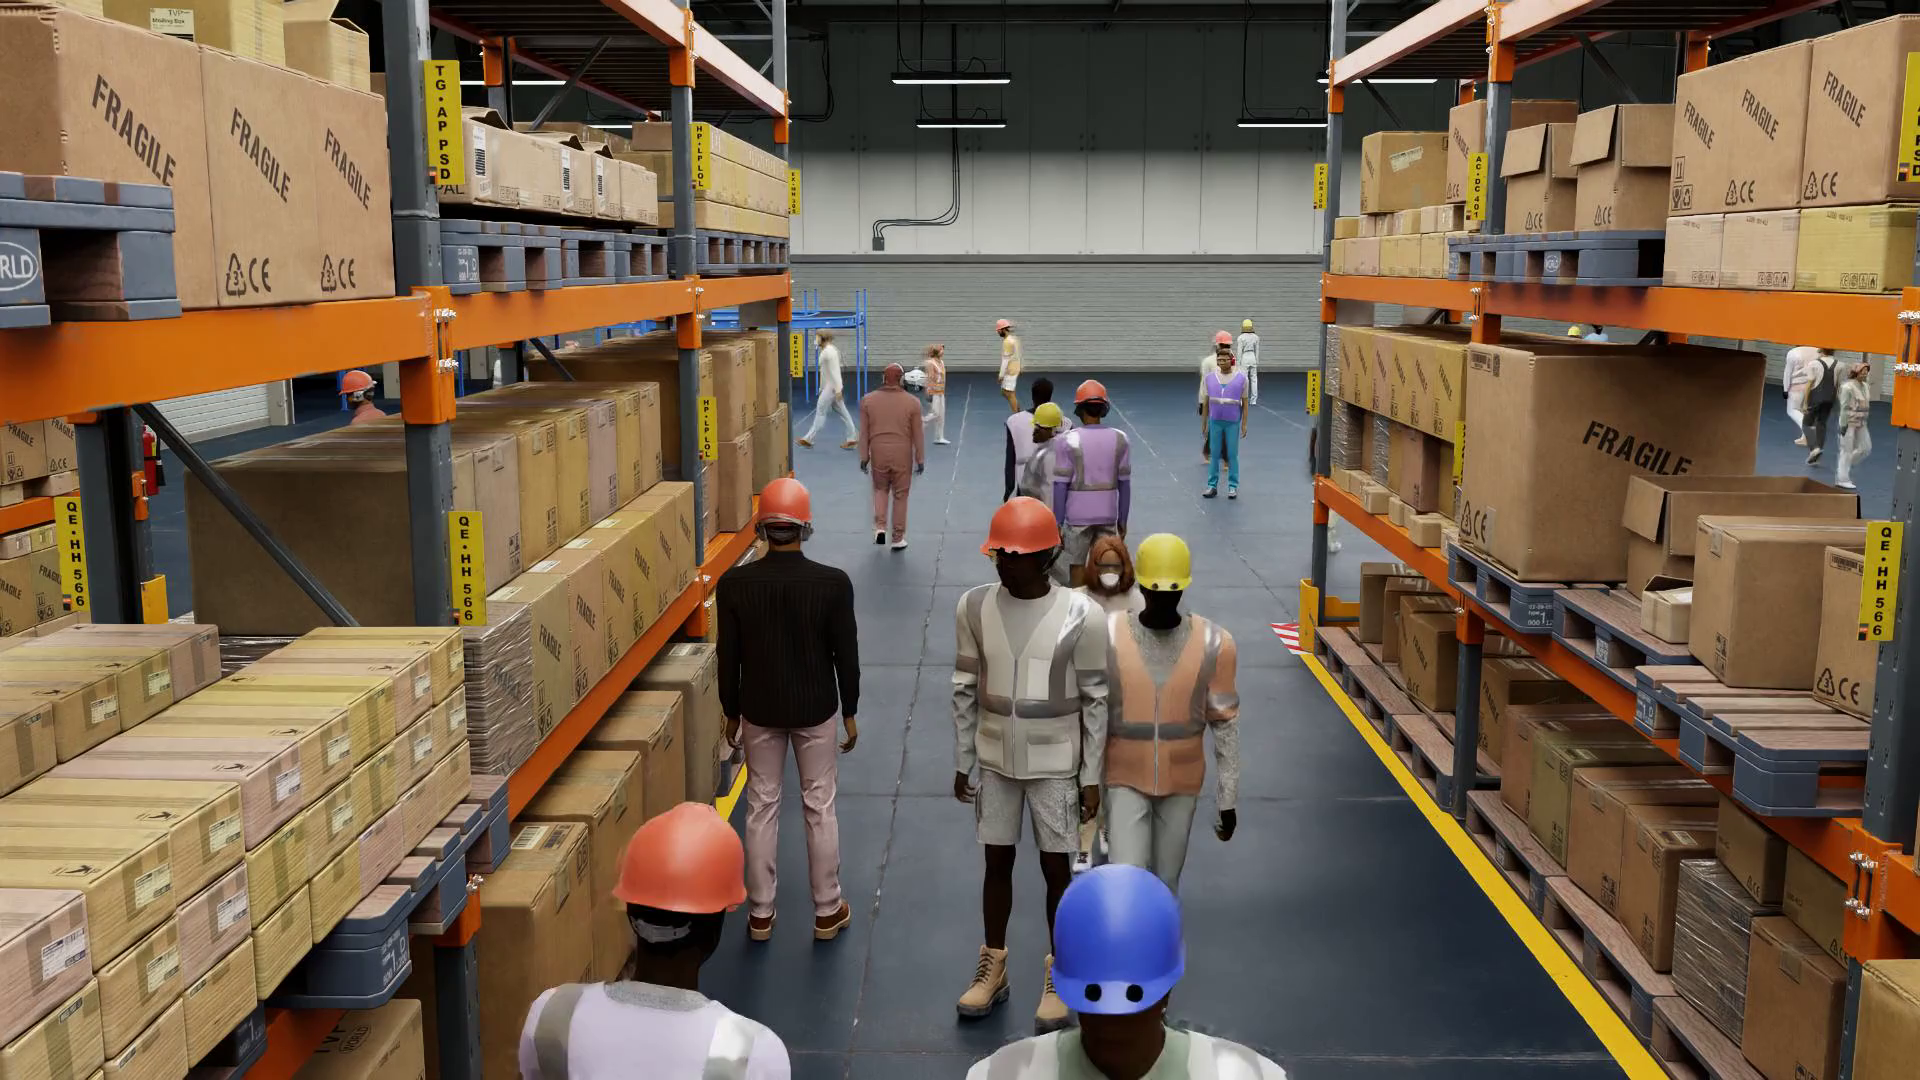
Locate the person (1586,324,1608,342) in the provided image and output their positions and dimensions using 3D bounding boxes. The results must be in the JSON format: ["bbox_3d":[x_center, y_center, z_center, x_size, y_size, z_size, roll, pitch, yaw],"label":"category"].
[{"bbox_3d":[13.947,-4.011,36.527,0.531,1.656,0.870,-3,10,-20],"label":"person"}]

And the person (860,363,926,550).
[{"bbox_3d":[-0.672,-0.848,16.872,0.668,1.887,0.441,2,10,11],"label":"person"}]

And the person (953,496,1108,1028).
[{"bbox_3d":[0.250,0.842,6.305,0.610,2.040,0.394,4,10,22],"label":"person"}]

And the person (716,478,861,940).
[{"bbox_3d":[-0.729,0.726,7.129,0.612,1.997,0.375,0,9,2],"label":"person"}]

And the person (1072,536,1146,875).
[{"bbox_3d":[0.704,0.788,7.913,0.532,1.594,0.790,1,9,4],"label":"person"}]

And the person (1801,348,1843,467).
[{"bbox_3d":[12.280,-1.951,23.703,0.517,1.819,0.451,0,9,2],"label":"person"}]

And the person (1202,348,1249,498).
[{"bbox_3d":[3.286,-1.451,20.618,0.574,1.843,0.375,4,10,22],"label":"person"}]

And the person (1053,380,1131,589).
[{"bbox_3d":[0.966,-0.176,12.438,0.622,2.033,0.415,-4,10,-21],"label":"person"}]

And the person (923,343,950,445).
[{"bbox_3d":[-0.434,-2.340,26.621,0.474,1.626,0.520,3,10,19],"label":"person"}]

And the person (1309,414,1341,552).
[{"bbox_3d":[3.704,-0.784,16.602,0.531,1.854,0.604,6,11,34],"label":"person"}]

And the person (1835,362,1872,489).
[{"bbox_3d":[11.500,-1.470,21.373,0.534,1.623,0.366,-5,11,-28],"label":"person"}]

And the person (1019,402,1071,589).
[{"bbox_3d":[0.673,-0.237,13.523,0.581,1.786,0.610,1,10,6],"label":"person"}]

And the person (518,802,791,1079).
[{"bbox_3d":[-0.591,1.455,3.074,0.559,1.899,0.898,1,10,8],"label":"person"}]

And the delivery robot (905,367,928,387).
[{"bbox_3d":[-0.985,-3.670,37.615,0.477,0.478,0.707,-5,11,-28],"label":"delivery robot"}]

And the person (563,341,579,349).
[{"bbox_3d":[-5.170,-1.723,22.230,0.669,1.850,1.002,3,10,20],"label":"person"}]

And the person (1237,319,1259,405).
[{"bbox_3d":[5.871,-3.634,34.014,0.487,1.739,0.313,-3,10,-17],"label":"person"}]

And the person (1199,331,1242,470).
[{"bbox_3d":[3.687,-2.006,23.668,0.629,1.948,1.044,-5,11,-27],"label":"person"}]

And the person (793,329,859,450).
[{"bbox_3d":[-2.069,-2.339,25.852,1.066,1.868,0.642,-1,10,-8],"label":"person"}]

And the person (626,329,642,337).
[{"bbox_3d":[-8.091,-5.014,41.900,1.018,1.877,0.585,8,12,40],"label":"person"}]

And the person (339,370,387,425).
[{"bbox_3d":[-5.067,-0.456,14.230,0.385,1.990,0.608,0,9,-1],"label":"person"}]

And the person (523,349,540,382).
[{"bbox_3d":[-5.010,-1.284,19.488,0.641,1.902,0.991,-1,10,-4],"label":"person"}]

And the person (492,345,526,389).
[{"bbox_3d":[-6.364,-1.925,23.248,0.629,1.918,0.558,4,10,20],"label":"person"}]

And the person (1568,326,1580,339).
[{"bbox_3d":[11.432,-3.130,31.024,0.873,1.727,0.524,-8,13,-41],"label":"person"}]

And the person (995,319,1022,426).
[{"bbox_3d":[0.863,-2.983,29.613,0.503,1.904,0.606,1,10,9],"label":"person"}]

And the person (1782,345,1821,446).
[{"bbox_3d":[13.387,-2.387,26.325,0.680,1.813,0.587,-2,10,-13],"label":"person"}]

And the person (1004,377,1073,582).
[{"bbox_3d":[0.693,-0.474,14.595,0.626,1.901,0.448,0,9,2],"label":"person"}]

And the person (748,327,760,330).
[{"bbox_3d":[-3.809,-3.124,30.728,0.515,1.822,0.969,1,10,9],"label":"person"}]

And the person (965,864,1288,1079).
[{"bbox_3d":[0.286,1.456,2.928,0.622,1.934,0.594,1,10,5],"label":"person"}]

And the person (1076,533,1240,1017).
[{"bbox_3d":[0.735,0.924,6.204,0.623,1.900,0.748,0,9,2],"label":"person"}]
